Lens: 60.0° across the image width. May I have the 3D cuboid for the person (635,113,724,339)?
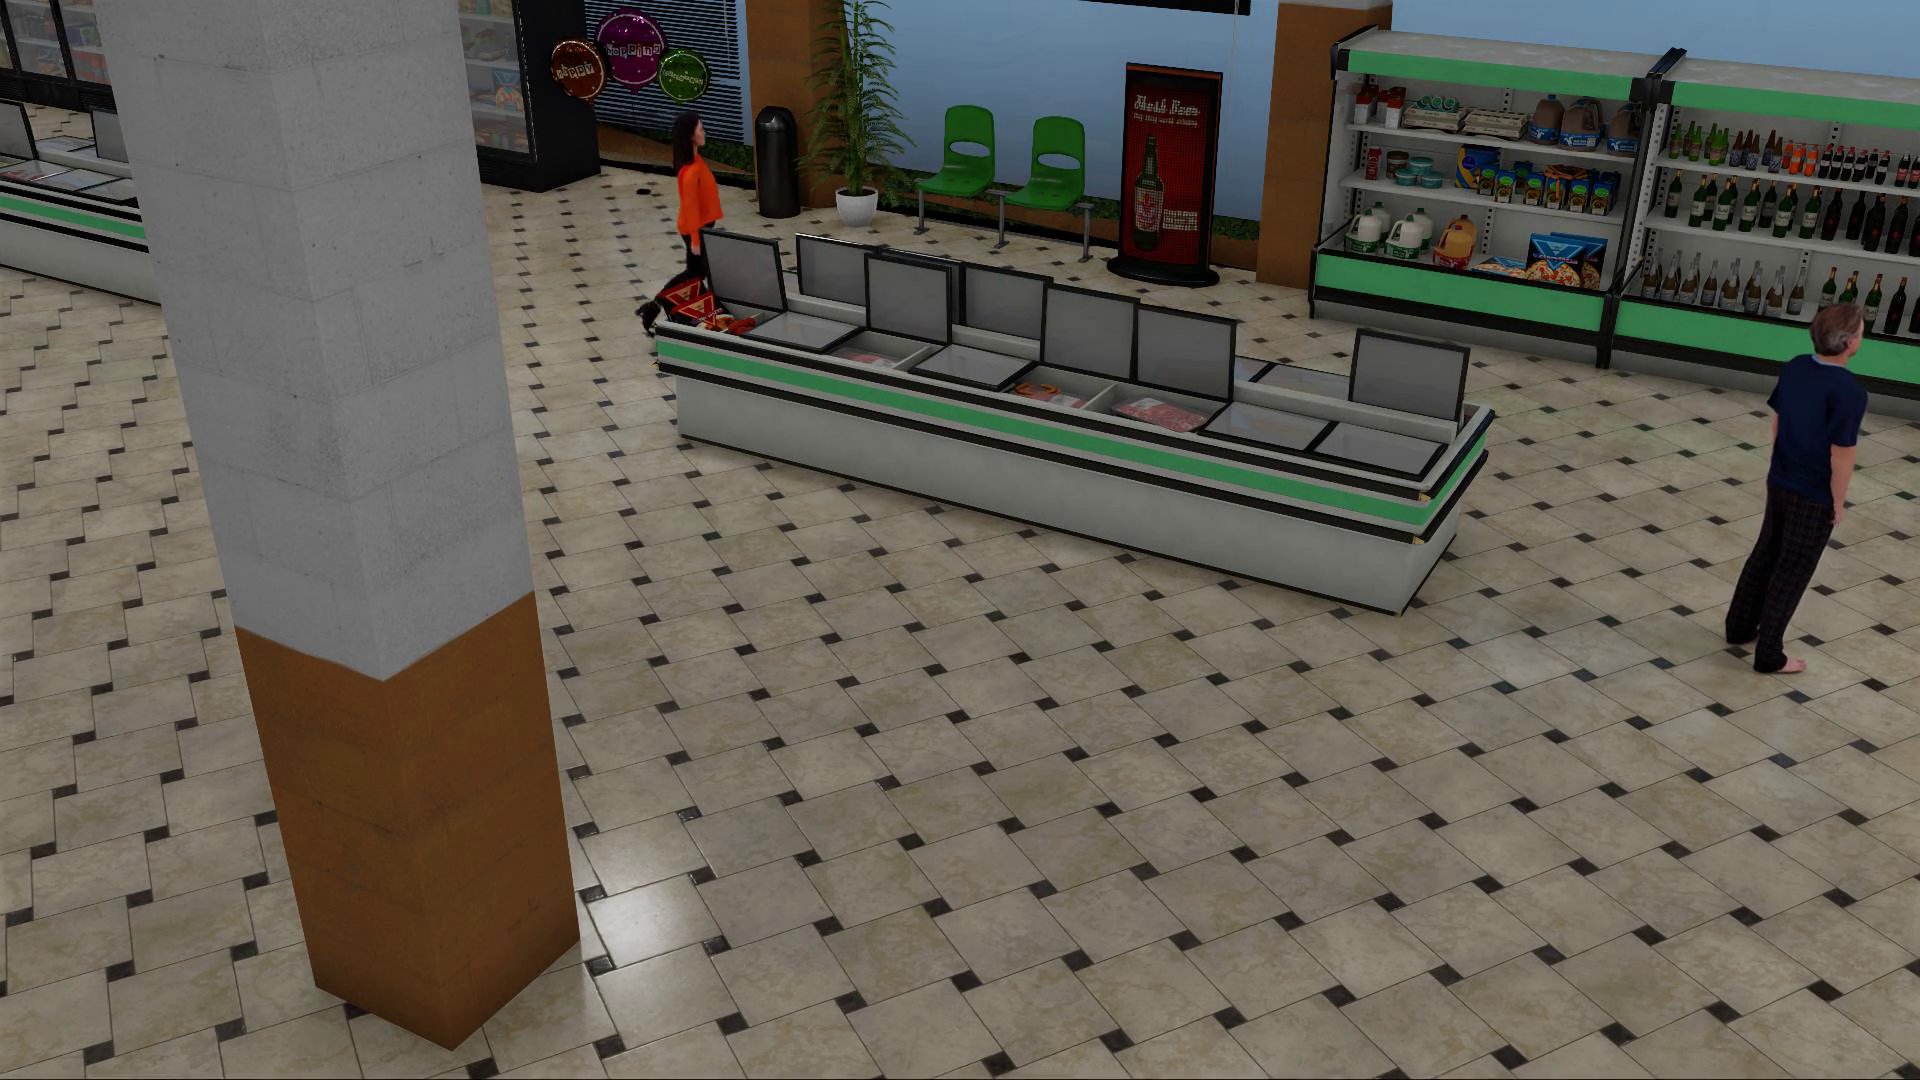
[{"bbox_3d":[-1.967,-2.186,11.961,1.126,1.728,1.018,-4,27,-9],"label":"person"}]

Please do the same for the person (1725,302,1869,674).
[{"bbox_3d":[4.020,-0.232,7.949,0.795,1.872,0.748,-6,27,-11],"label":"person"}]
